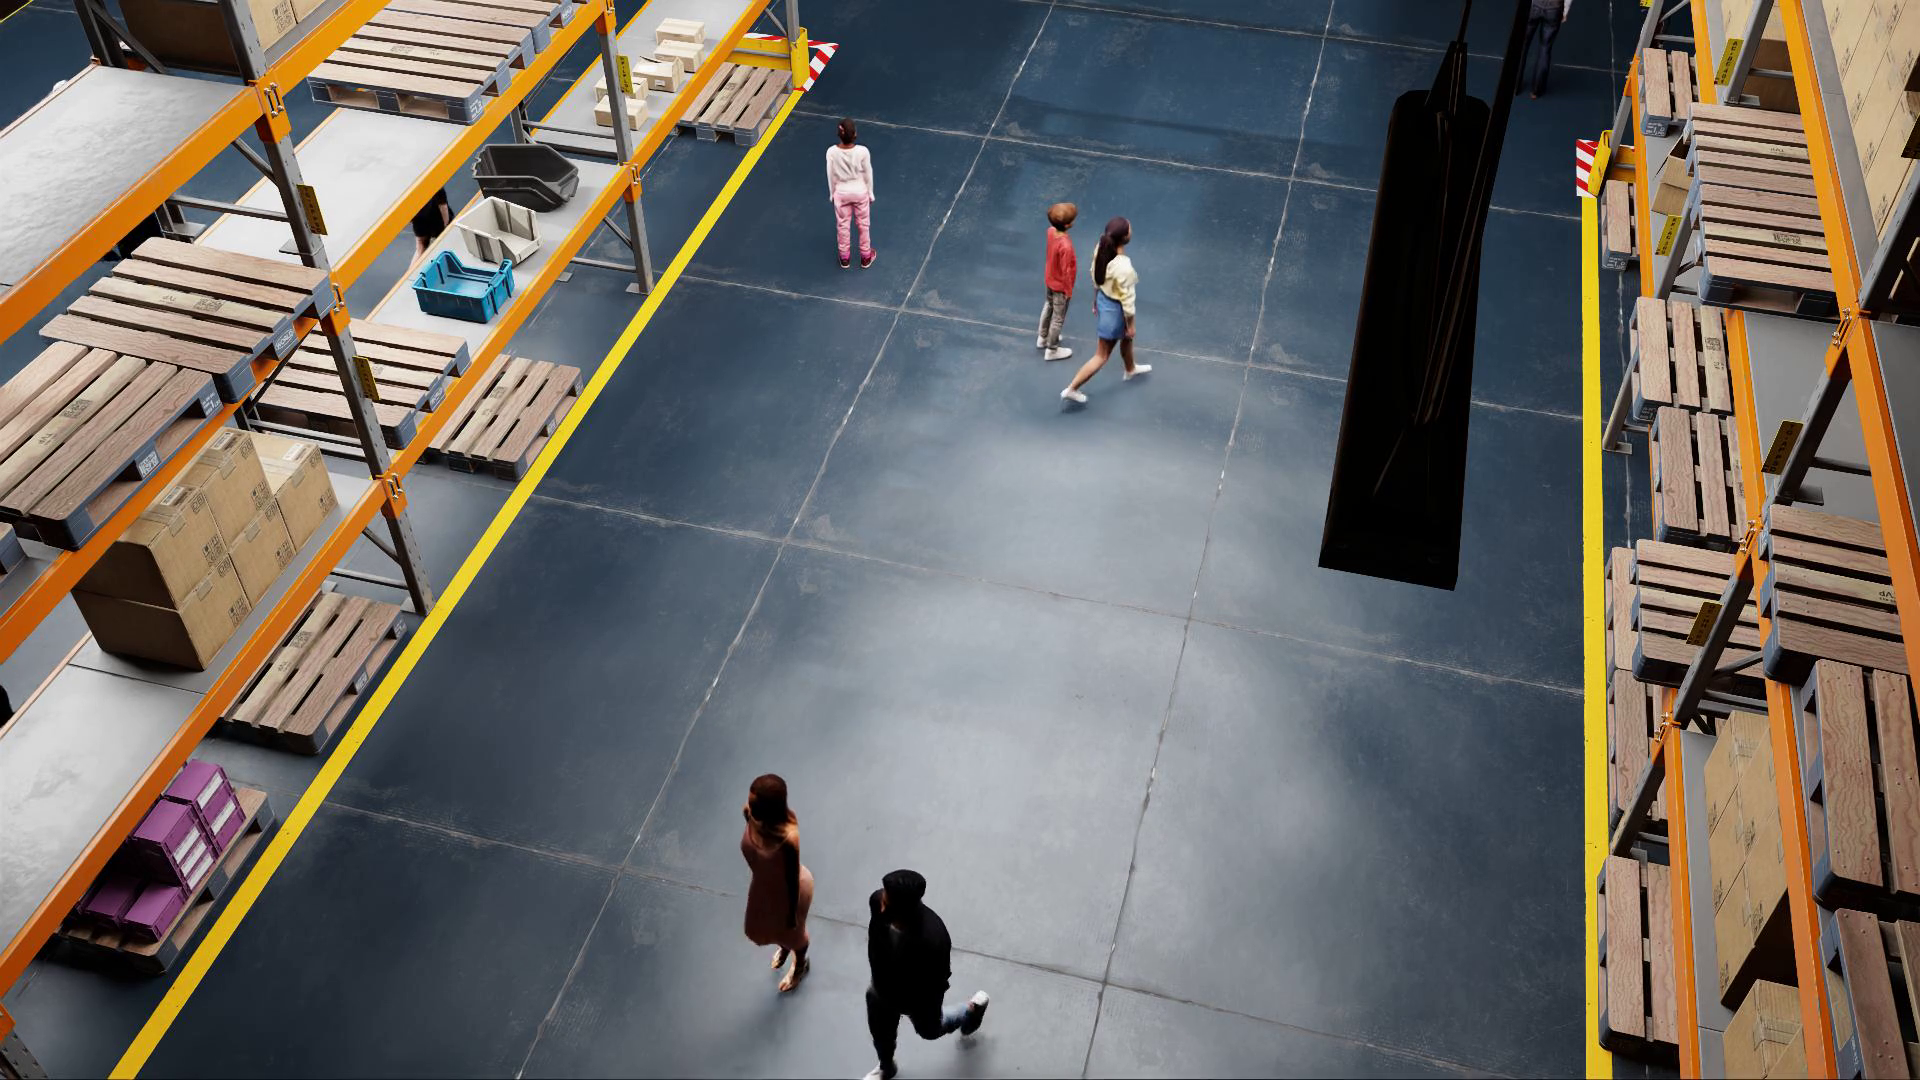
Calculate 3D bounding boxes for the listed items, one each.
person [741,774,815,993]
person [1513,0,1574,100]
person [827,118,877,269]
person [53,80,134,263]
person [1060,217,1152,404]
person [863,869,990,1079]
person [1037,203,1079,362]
[{"bbox_3d":[-0.897,1.828,9.010,0.675,1.824,0.698,30,51,28],"label":"person"},{"bbox_3d":[5.783,-5.276,16.471,0.655,1.818,0.552,13,45,13],"label":"person"},{"bbox_3d":[-0.937,-3.003,14.358,0.582,1.443,0.564,2,44,2],"label":"person"},{"bbox_3d":[-7.384,-3.003,14.087,0.775,1.817,0.781,22,48,21],"label":"person"},{"bbox_3d":[1.114,-1.738,12.924,1.149,1.589,1.148,-16,46,-16],"label":"person"},{"bbox_3d":[-0.190,2.228,8.618,1.018,1.786,1.204,33,53,30],"label":"person"},{"bbox_3d":[0.789,-2.098,13.429,0.655,1.414,0.570,-14,45,-14],"label":"person"}]
